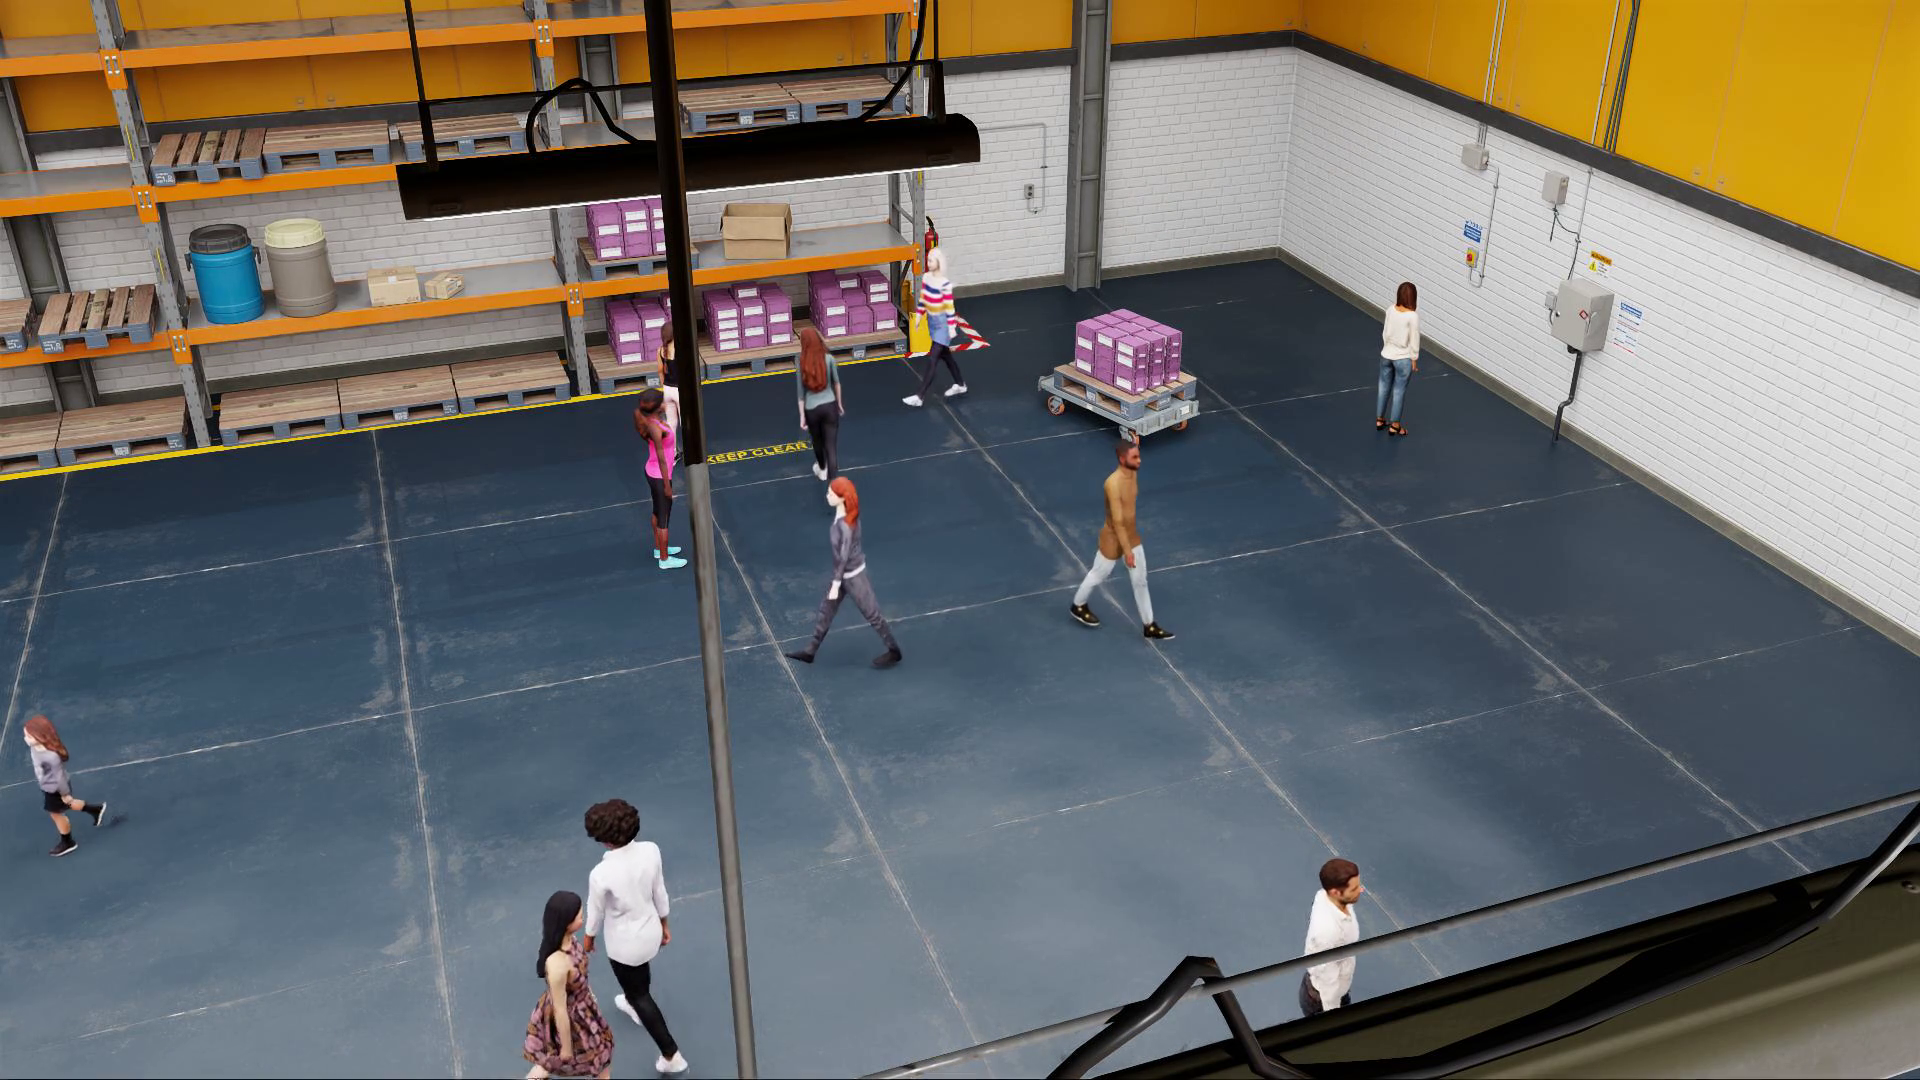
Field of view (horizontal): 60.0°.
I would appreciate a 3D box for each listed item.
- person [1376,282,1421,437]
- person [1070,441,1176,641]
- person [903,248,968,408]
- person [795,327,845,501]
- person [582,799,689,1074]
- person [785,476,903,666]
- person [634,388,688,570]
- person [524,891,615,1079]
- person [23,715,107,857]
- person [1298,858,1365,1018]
[{"bbox_3d":[4.610,-1.917,17.516,0.612,1.683,0.660,-17,33,-28],"label":"person"},{"bbox_3d":[1.240,0.010,13.897,1.143,1.764,1.221,18,34,30],"label":"person"},{"bbox_3d":[-0.150,-2.332,18.198,1.165,1.758,0.822,-17,33,-28],"label":"person"},{"bbox_3d":[-1.343,-1.177,16.146,1.164,1.694,0.780,-4,29,-8],"label":"person"},{"bbox_3d":[-1.857,2.320,9.648,1.023,1.778,1.108,22,36,35],"label":"person"},{"bbox_3d":[-0.799,0.311,13.398,1.211,1.714,0.703,-6,29,-11],"label":"person"},{"bbox_3d":[-2.718,-0.570,15.003,0.540,1.724,0.547,-9,30,-16],"label":"person"},{"bbox_3d":[-2.199,2.650,9.072,1.019,1.750,0.704,-4,29,-8],"label":"person"},{"bbox_3d":[-6.249,1.662,11.568,0.635,1.094,0.754,24,37,37],"label":"person"},{"bbox_3d":[1.940,2.508,9.220,0.910,1.858,0.852,9,30,16],"label":"person"}]
